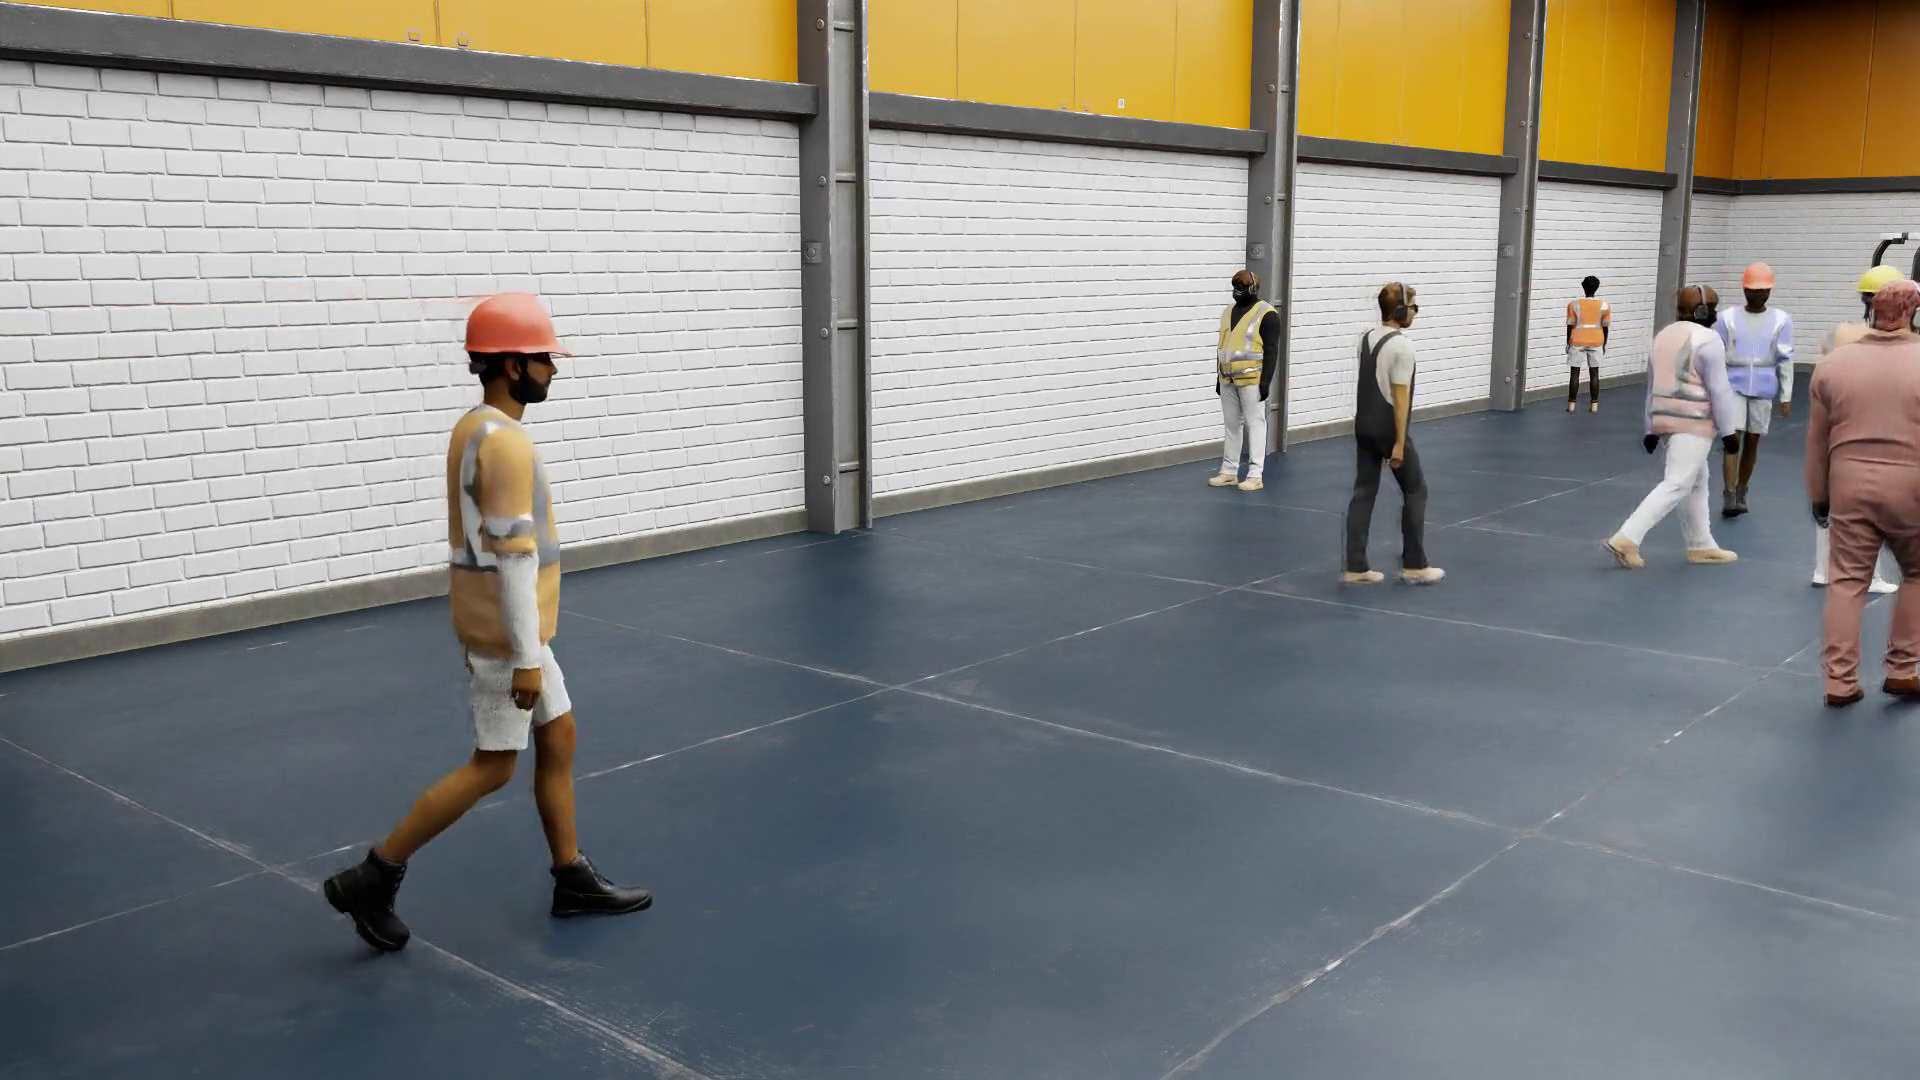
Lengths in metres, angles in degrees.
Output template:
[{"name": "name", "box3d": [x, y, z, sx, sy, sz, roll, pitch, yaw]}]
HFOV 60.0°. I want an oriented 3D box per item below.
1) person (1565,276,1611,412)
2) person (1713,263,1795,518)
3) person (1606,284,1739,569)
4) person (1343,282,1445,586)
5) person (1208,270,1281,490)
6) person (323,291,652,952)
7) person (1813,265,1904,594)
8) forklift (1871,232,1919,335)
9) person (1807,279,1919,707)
[{"name": "person", "box3d": [7.750, -2.417, 20.569, 0.533, 1.690, 0.320, 2, 10, 9]}, {"name": "person", "box3d": [5.927, -1.102, 12.461, 0.575, 1.899, 0.901, 3, 10, 18]}, {"name": "person", "box3d": [4.553, -0.713, 10.556, 0.914, 1.812, 0.635, -1, 10, -6]}, {"name": "person", "box3d": [2.630, -0.626, 9.994, 0.751, 1.820, 0.534, -5, 11, -26]}, {"name": "person", "box3d": [2.381, -1.343, 14.016, 0.429, 1.845, 0.621, -7, 12, -36]}, {"name": "person", "box3d": [-1.391, 0.246, 4.795, 0.878, 1.916, 0.558, -4, 11, -21]}, {"name": "person", "box3d": [5.344, -0.647, 9.814, 0.381, 1.926, 0.593, -5, 11, -24]}, {"name": "forklift", "box3d": [9.955, -1.972, 16.595, 2.313, 2.155, 1.214, 1, 10, 8]}, {"name": "person", "box3d": [4.123, -0.199, 7.373, 0.663, 1.885, 0.681, -10, 14, -43]}]
